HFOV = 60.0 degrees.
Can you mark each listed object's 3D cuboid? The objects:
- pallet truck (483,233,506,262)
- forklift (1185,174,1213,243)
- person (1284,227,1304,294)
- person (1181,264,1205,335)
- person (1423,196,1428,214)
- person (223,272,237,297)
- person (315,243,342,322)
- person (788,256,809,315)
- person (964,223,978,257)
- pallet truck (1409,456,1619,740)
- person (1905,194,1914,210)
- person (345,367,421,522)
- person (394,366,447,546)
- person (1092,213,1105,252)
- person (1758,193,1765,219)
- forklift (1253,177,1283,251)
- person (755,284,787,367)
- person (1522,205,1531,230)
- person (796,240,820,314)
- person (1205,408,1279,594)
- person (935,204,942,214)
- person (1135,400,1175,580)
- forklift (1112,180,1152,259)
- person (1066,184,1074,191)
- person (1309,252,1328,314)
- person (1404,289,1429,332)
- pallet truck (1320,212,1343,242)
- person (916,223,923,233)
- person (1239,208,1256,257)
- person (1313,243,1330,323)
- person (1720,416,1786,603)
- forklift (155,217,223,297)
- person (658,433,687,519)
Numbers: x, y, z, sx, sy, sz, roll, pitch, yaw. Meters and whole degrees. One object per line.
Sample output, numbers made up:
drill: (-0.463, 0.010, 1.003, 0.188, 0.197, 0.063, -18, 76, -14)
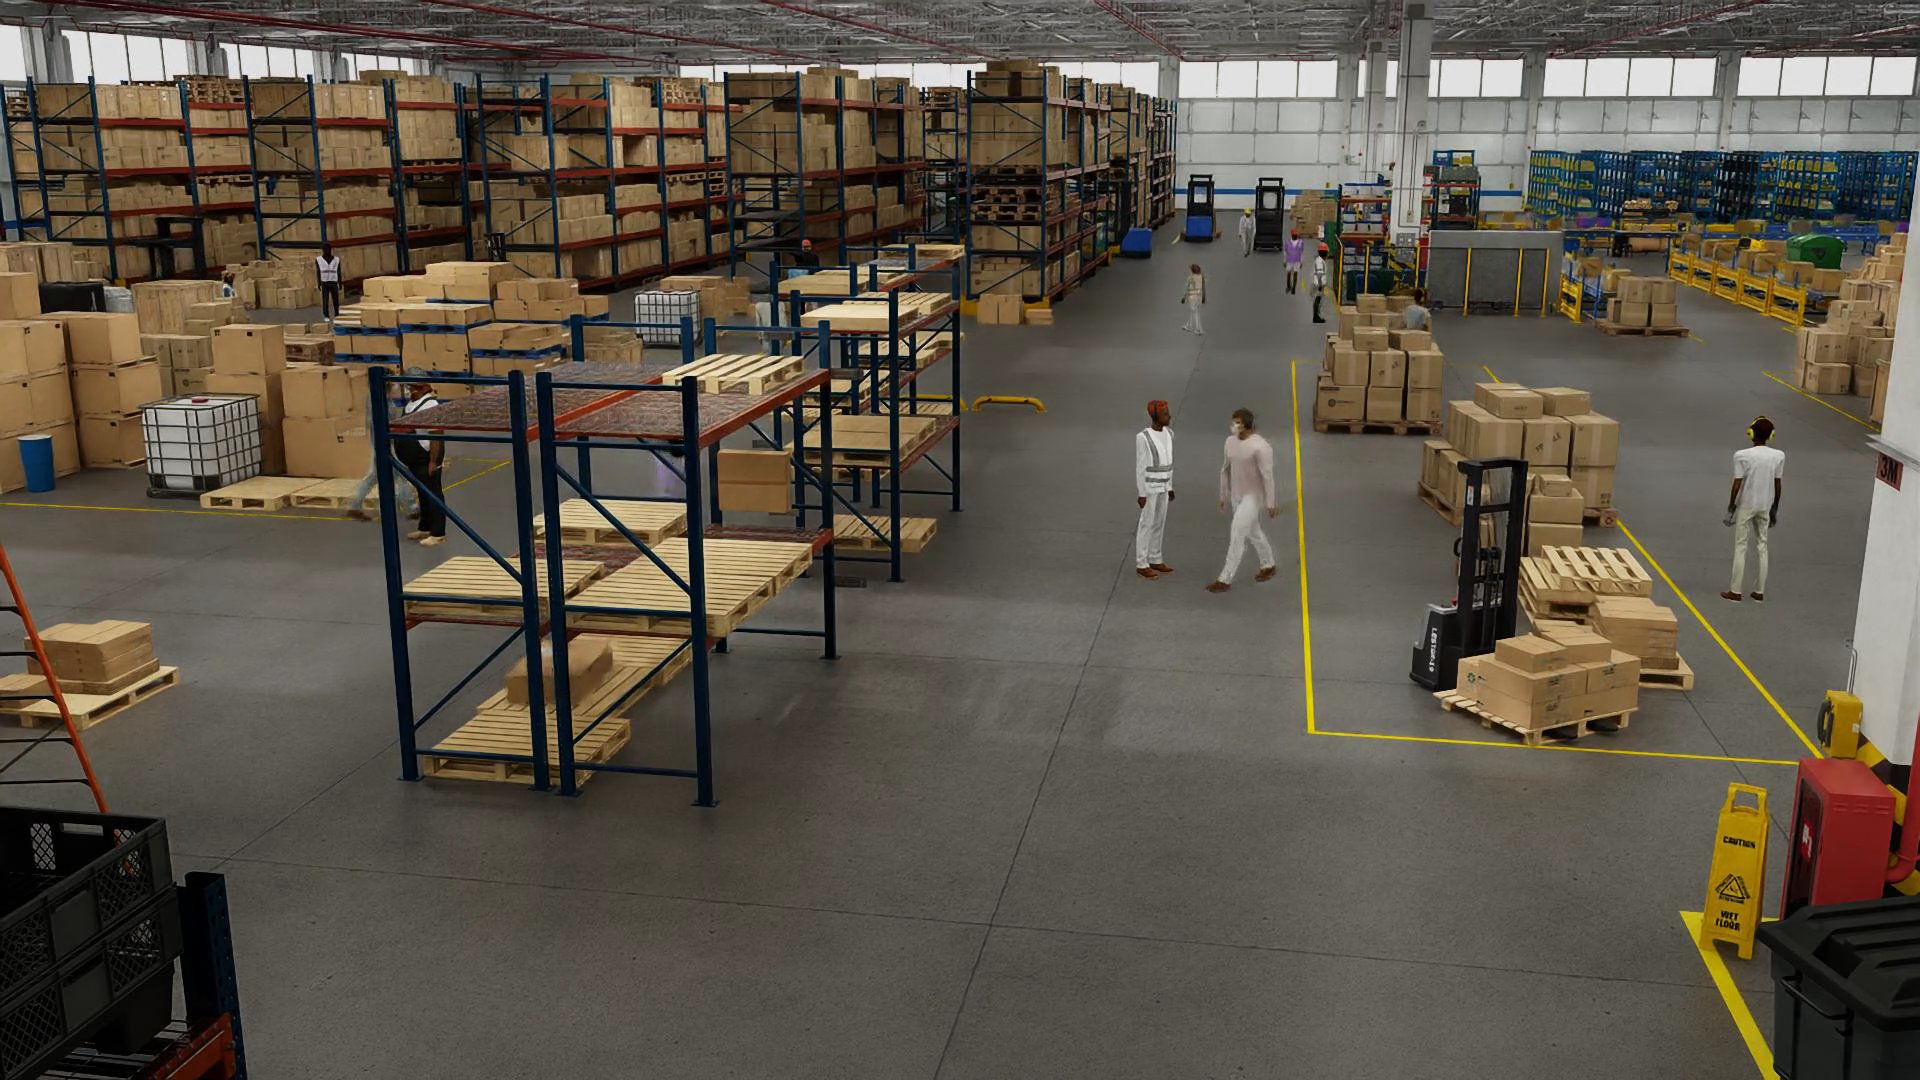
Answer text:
pallet truck: (-11.832, -7.026, 43.548, 1.885, 1.965, 0.823, 8, 16, 28)
forklift: (10.039, -13.886, 69.581, 1.129, 2.768, 1.873, 2, 14, 10)
person: (9.563, -7.995, 47.646, 0.544, 1.922, 0.408, 2, 14, 8)
person: (5.383, -5.566, 38.439, 0.530, 1.591, 0.852, -9, 17, -33)
person: (22.294, -15.910, 79.748, 1.039, 1.941, 0.617, 0, 14, 2)
person: (-15.722, -4.951, 35.863, 0.315, 1.636, 0.515, -3, 14, -12)
person: (-15.507, -6.332, 40.915, 0.587, 1.911, 0.397, -8, 16, -29)
person: (-3.862, -5.966, 39.869, 0.531, 1.692, 0.320, -6, 15, -23)
person: (0.417, -11.302, 61.532, 0.535, 1.683, 0.546, 11, 18, 38)
pallet truck: (4.504, 0.400, 13.395, 0.823, 1.965, 1.885, -6, 15, -23)
person: (45.167, -15.697, 79.059, 0.389, 1.848, 0.563, 3, 14, 12)
person: (-6.902, -1.128, 19.854, 1.024, 1.889, 0.630, -5, 15, -19)
person: (-6.106, -0.952, 18.795, 0.536, 2.000, 0.673, -10, 17, -35)
person: (4.903, -10.825, 59.534, 0.907, 1.714, 0.552, 0, 14, -2)
person: (38.566, -15.980, 80.297, 0.772, 1.806, 0.600, 1, 14, 5)
forklift: (12.083, -12.747, 64.956, 1.129, 2.768, 1.873, 3, 14, 10)
person: (-3.391, -3.670, 30.052, 0.627, 1.936, 0.375, 8, 16, 29)
person: (22.341, -12.383, 65.815, 0.683, 1.743, 0.565, -1, 14, -2)
person: (-3.765, -6.401, 41.033, 0.617, 1.983, 0.403, -4, 14, -16)
person: (2.950, -0.433, 17.041, 1.047, 1.885, 0.635, -8, 16, -29)
person: (-1.505, -19.200, 93.149, 0.971, 1.933, 0.629, 3, 14, 10)
person: (2.051, -0.533, 17.418, 0.344, 1.882, 0.584, 12, 18, 40)
forklift: (6.082, -11.722, 60.796, 1.873, 2.768, 1.129, 2, 14, 9)
person: (5.944, -18.622, 90.999, 0.628, 1.807, 0.643, 2, 14, 6)
person: (9.176, -6.595, 42.578, 0.518, 1.607, 0.370, -6, 15, -24)
person: (8.242, -3.568, 29.811, 0.675, 1.848, 0.534, -6, 15, -21)
pallet truck: (15.874, -13.227, 70.310, 0.680, 1.201, 1.601, 10, 17, 35)
person: (-1.569, -11.031, 60.129, 0.621, 1.845, 0.429, 6, 15, 22)
person: (10.673, -11.430, 61.787, 0.623, 1.818, 0.419, 1, 14, 3)
person: (8.829, -6.285, 40.659, 0.360, 1.935, 0.552, 3, 14, 12)
person: (7.861, -0.299, 16.497, 0.509, 1.872, 0.329, 1, 14, 2)
forklift: (-16.462, -5.466, 35.396, 1.129, 2.768, 1.873, 3, 14, 10)
person: (-2.690, -0.220, 16.085, 0.421, 1.908, 0.598, 4, 14, 15)
